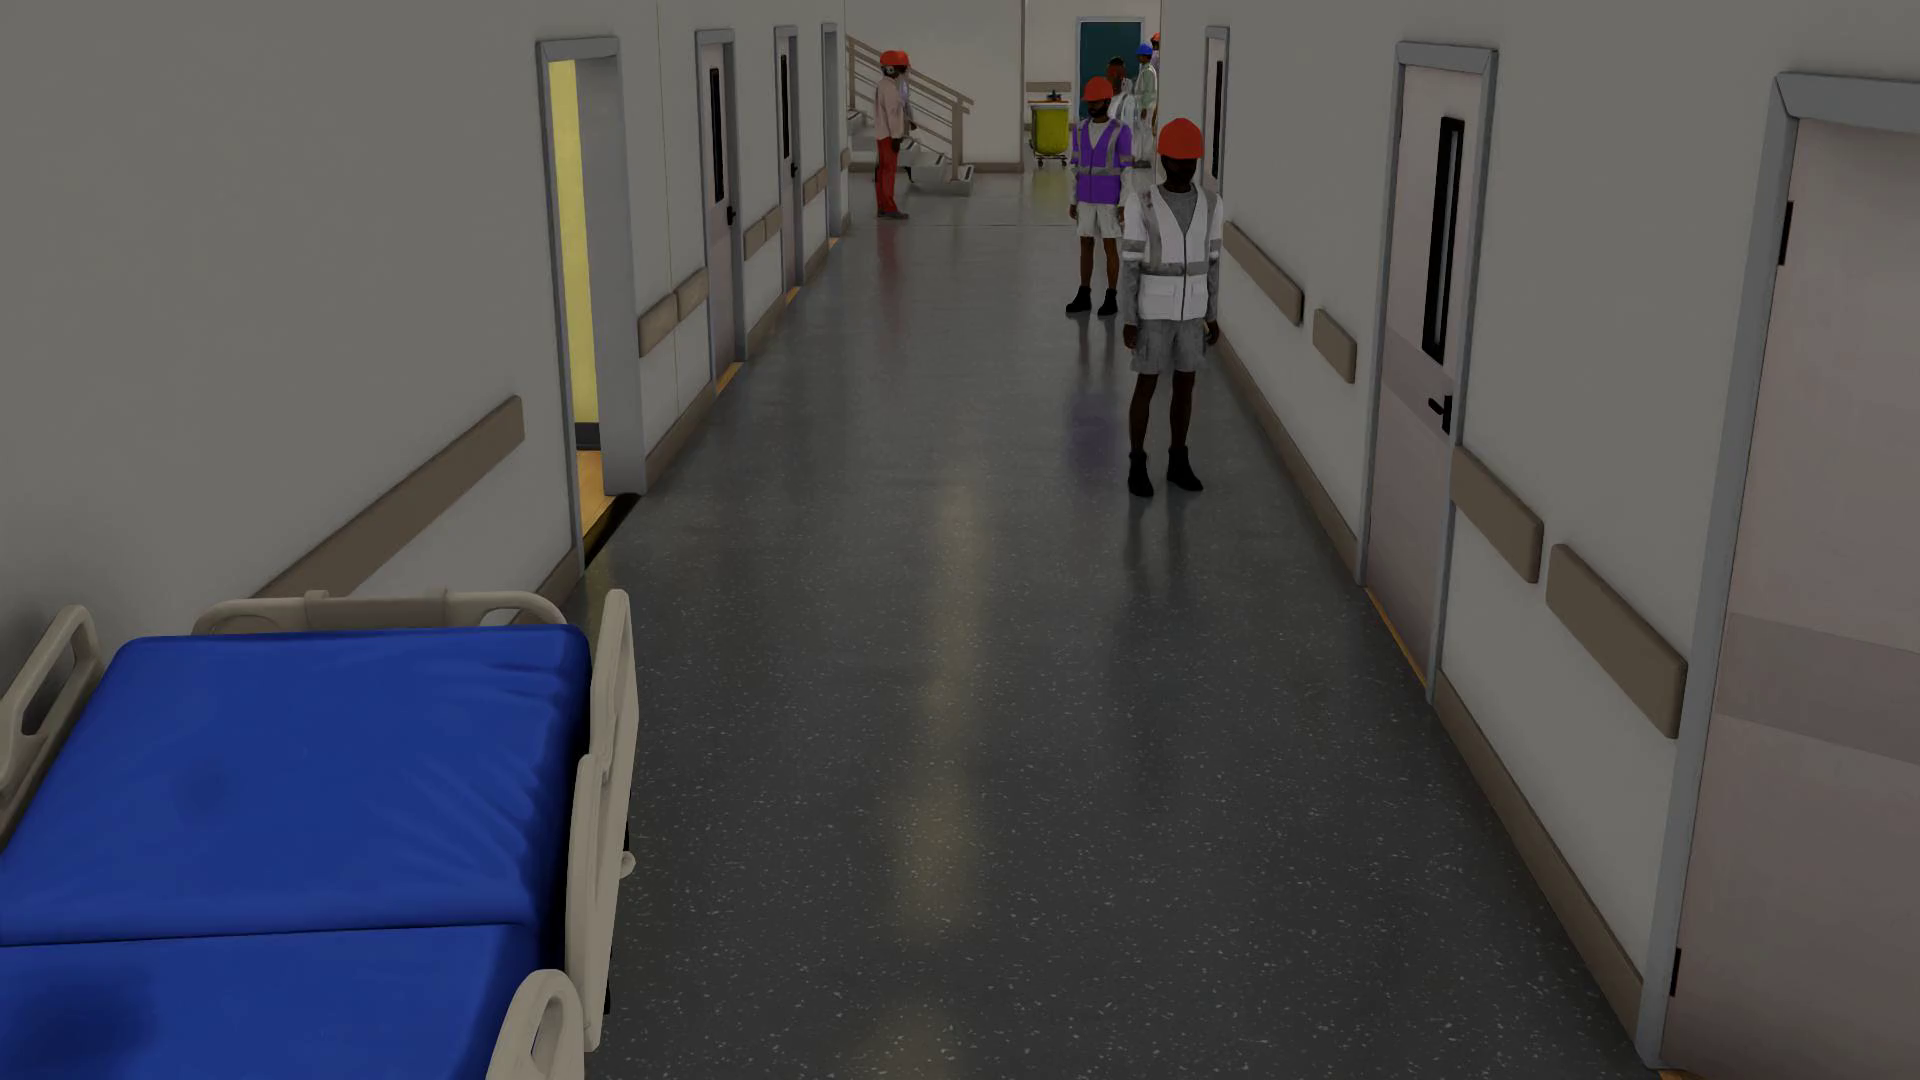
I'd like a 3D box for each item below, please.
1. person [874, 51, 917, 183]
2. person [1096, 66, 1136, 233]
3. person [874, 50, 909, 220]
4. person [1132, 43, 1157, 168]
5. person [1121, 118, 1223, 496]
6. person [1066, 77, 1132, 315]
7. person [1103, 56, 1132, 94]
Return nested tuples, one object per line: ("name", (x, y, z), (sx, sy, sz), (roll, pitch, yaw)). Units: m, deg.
("person", (-0.871, -6.174, 24.356), (0.981, 1.878, 0.552), (8, 19, 25))
("person", (1.865, -4.447, 18.963), (0.646, 1.869, 0.588), (-9, 20, -25))
("person", (-0.847, -4.892, 20.141), (0.381, 1.996, 0.608), (-5, 18, -16))
("person", (2.977, -6.983, 26.789), (0.387, 1.948, 0.602), (1, 18, 3))
("person", (1.101, -1.186, 8.593), (0.551, 1.935, 0.372), (-5, 18, -16))
("person", (1.139, -2.832, 13.762), (0.548, 1.936, 0.378), (11, 21, 32))
("person", (2.193, -6.087, 24.185), (0.578, 1.819, 0.841), (7, 19, 21))
